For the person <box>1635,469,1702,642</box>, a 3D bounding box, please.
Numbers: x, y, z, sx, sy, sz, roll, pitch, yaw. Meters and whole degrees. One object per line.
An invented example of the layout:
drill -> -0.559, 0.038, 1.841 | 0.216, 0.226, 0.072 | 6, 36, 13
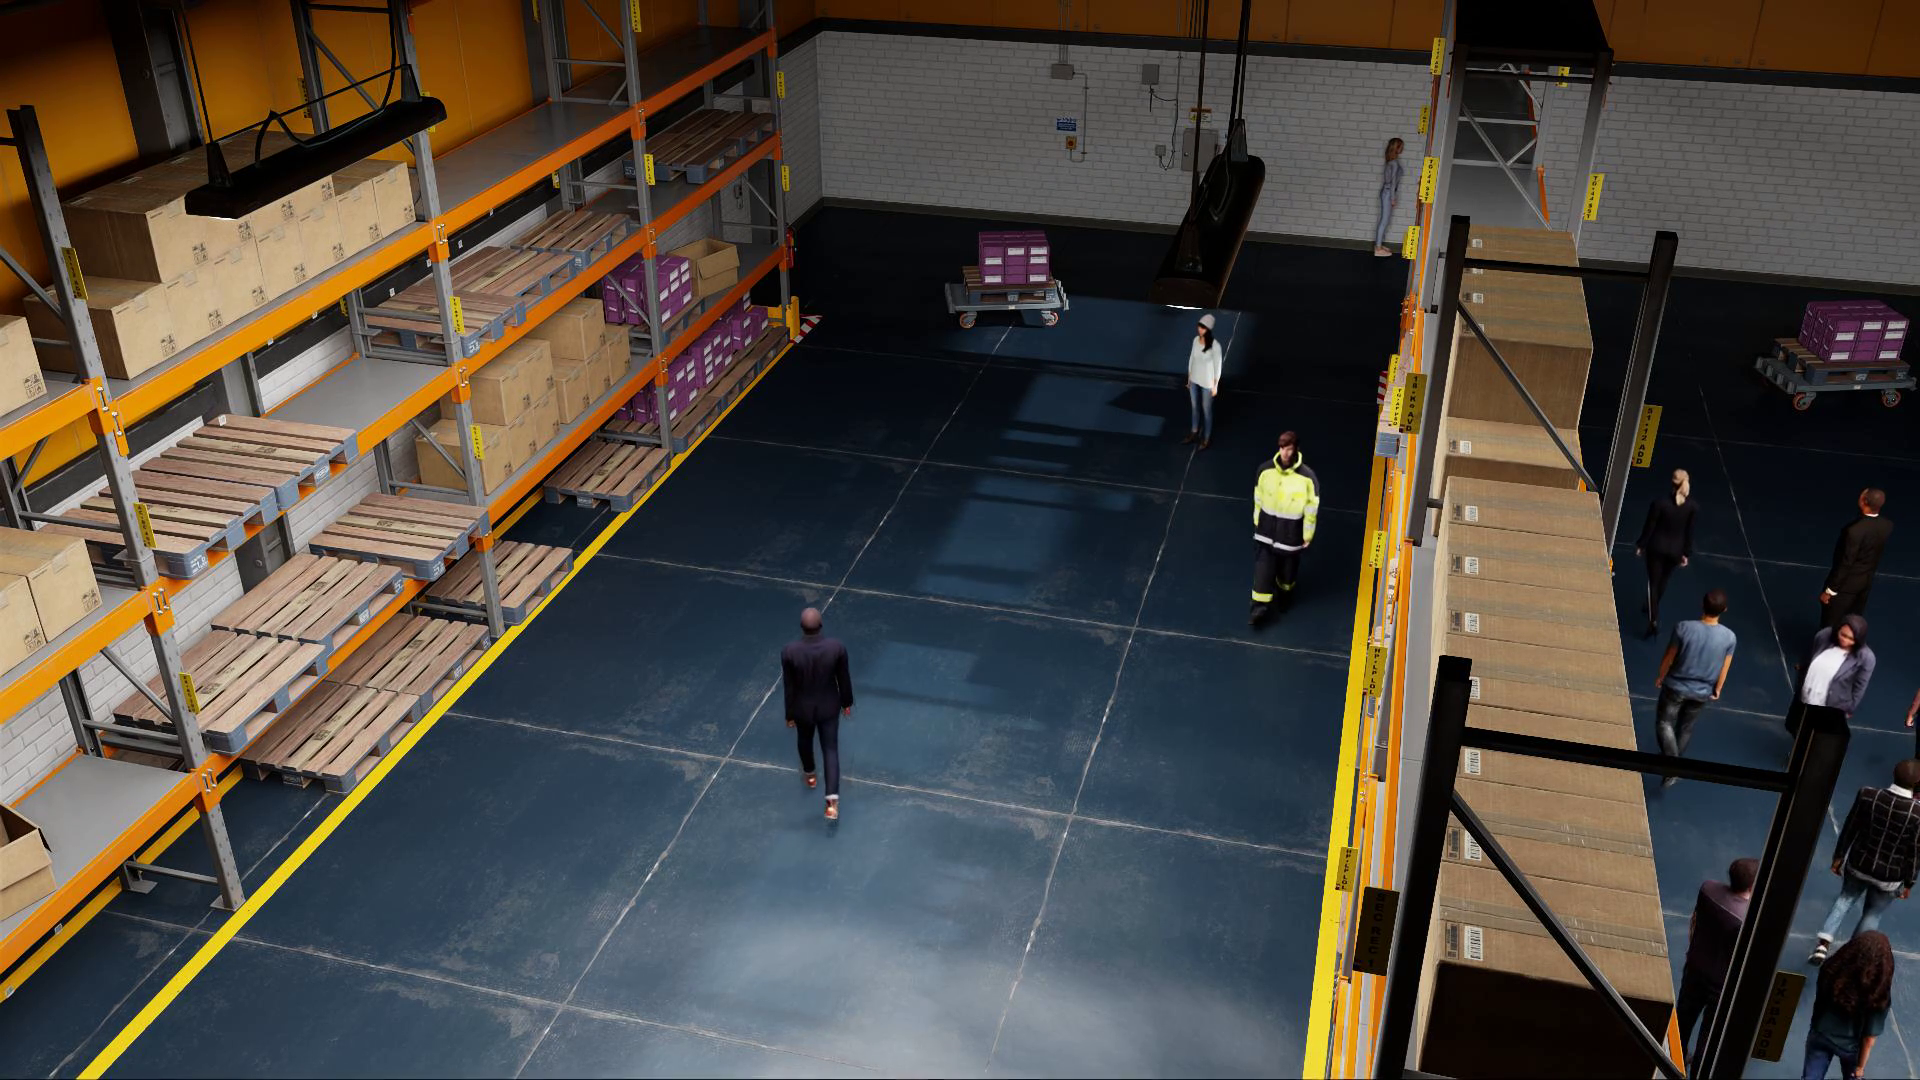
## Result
person -> 6.576, 0.162, 15.521 | 0.715, 1.677, 0.940 | 4, 29, 6

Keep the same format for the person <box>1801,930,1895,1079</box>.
person -> 5.343, 3.115, 10.213 | 1.129, 1.576, 0.983 | -20, 35, -32

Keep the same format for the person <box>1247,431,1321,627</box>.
person -> 3.117, -0.179, 15.866 | 0.828, 1.946, 1.044 | 9, 30, 16

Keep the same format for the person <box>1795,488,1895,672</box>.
person -> 7.954, 0.391, 14.863 | 0.799, 1.904, 0.842 | -13, 31, -22

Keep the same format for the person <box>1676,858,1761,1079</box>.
person -> 4.808, 2.766, 10.572 | 0.870, 1.845, 0.751 | -9, 30, -16

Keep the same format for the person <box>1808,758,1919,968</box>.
person -> 6.269, 2.305, 11.455 | 0.991, 1.809, 0.905 | -23, 36, -36

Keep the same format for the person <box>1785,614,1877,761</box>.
person -> 7.119, 1.248, 13.626 | 0.931, 1.586, 0.879 | -20, 34, -32

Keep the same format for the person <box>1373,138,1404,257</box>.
person -> 6.500, -5.220, 25.264 | 0.677, 1.795, 0.500 | 2, 29, 4

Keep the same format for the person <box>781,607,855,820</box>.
person -> -1.127, 1.394, 13.148 | 1.019, 1.786, 1.280 | -3, 29, -6

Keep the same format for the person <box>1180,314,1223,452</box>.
person -> 2.810, -1.837, 19.216 | 0.650, 1.647, 0.643 | -24, 37, -37

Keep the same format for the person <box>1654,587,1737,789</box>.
person -> 5.900, 1.226, 13.450 | 0.695, 1.793, 0.947 | 6, 29, 10
